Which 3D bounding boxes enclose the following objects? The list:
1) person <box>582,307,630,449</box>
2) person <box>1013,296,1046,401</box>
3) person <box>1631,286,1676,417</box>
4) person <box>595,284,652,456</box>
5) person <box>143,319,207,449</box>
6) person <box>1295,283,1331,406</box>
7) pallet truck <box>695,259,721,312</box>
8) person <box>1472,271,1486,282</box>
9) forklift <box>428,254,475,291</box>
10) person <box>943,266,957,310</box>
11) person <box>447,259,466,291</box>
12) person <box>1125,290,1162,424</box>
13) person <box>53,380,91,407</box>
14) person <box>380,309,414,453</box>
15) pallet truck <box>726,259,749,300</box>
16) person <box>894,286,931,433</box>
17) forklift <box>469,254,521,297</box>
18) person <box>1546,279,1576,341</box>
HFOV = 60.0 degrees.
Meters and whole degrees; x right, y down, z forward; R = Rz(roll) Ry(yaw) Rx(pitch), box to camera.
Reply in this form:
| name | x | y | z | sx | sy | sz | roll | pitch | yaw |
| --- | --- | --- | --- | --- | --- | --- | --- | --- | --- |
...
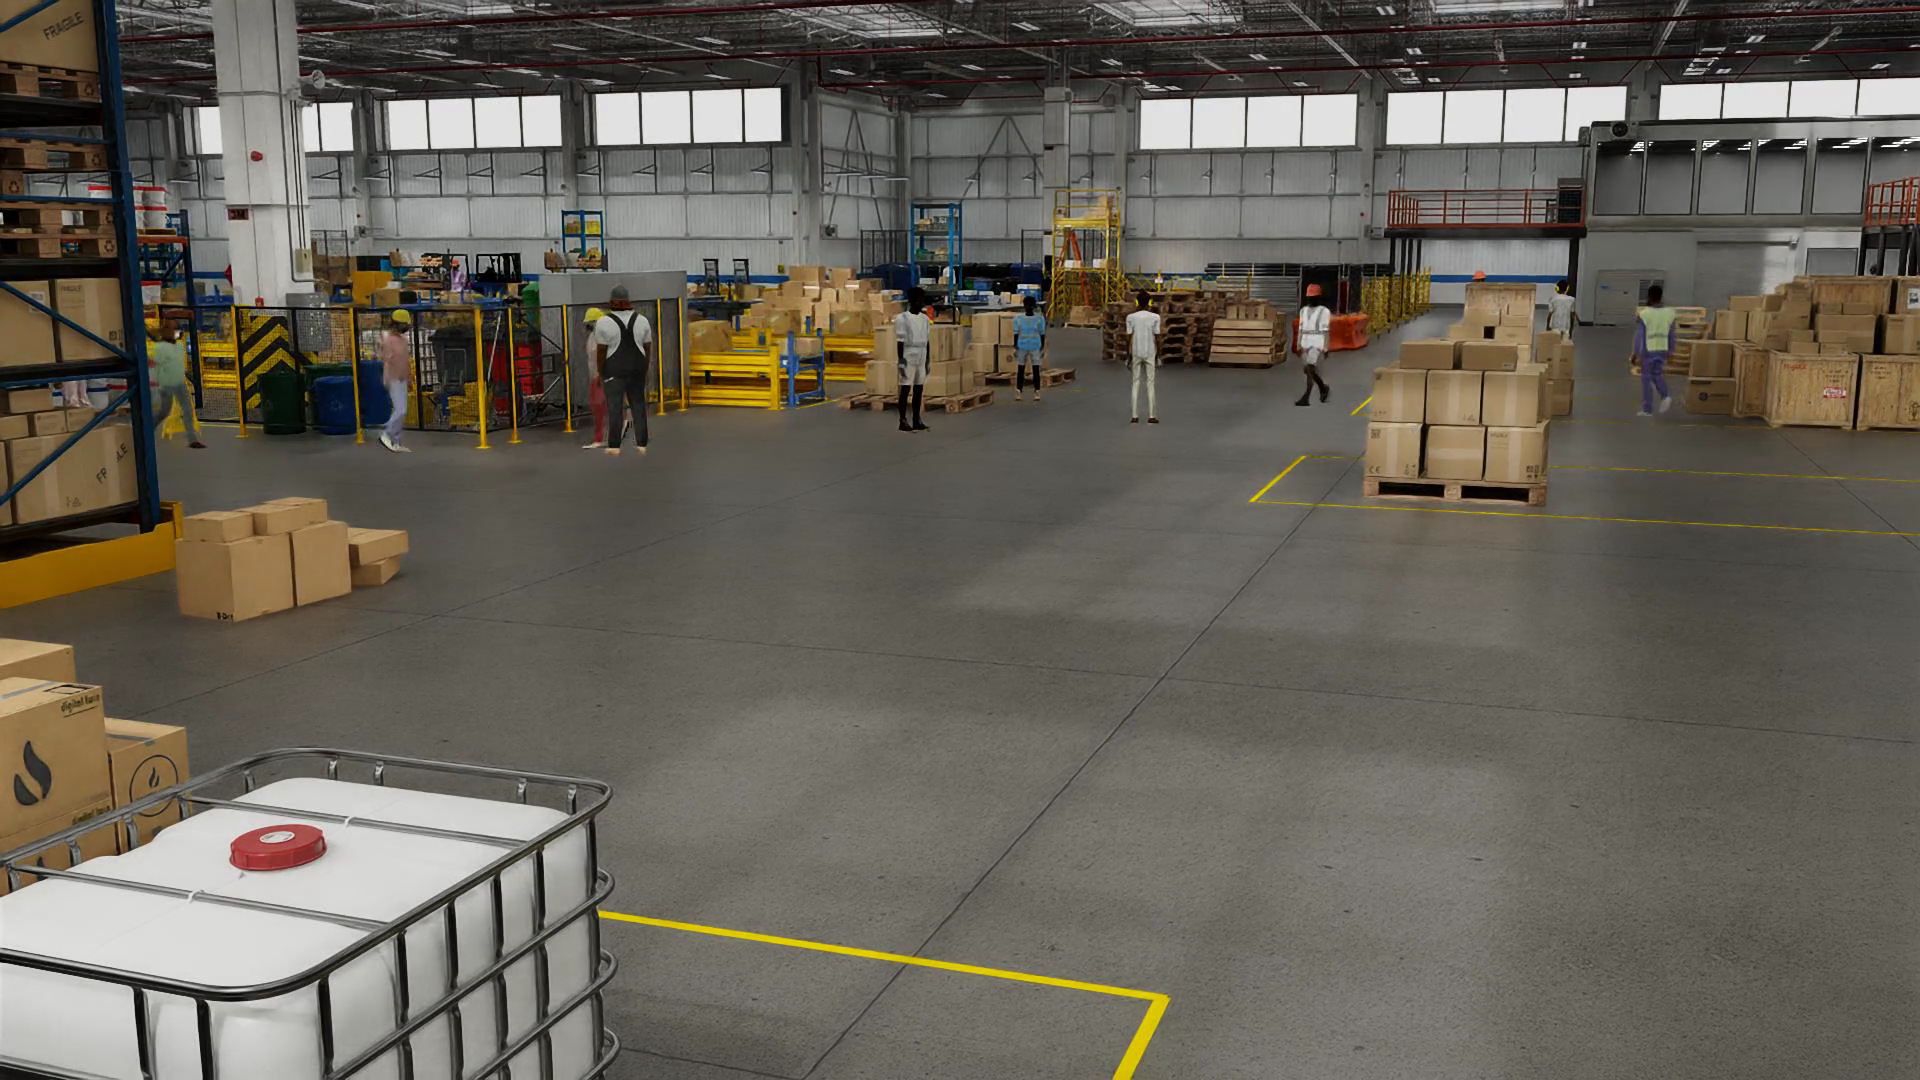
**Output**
| name | x | y | z | sx | sy | sz | roll | pitch | yaw |
| --- | --- | --- | --- | --- | --- | --- | --- | --- | --- |
| person | -4.384 | -2.000 | 20.521 | 0.602 | 1.743 | 0.535 | -7 | 12 | -33 |
| person | 1.112 | -3.072 | 26.731 | 0.536 | 1.691 | 0.320 | 1 | 10 | 6 |
| person | 10.126 | -2.744 | 24.261 | 0.608 | 1.906 | 0.469 | -2 | 10 | -12 |
| person | -4.044 | -2.028 | 19.858 | 0.676 | 2.000 | 0.536 | -6 | 12 | -30 |
| person | -9.703 | -1.905 | 20.397 | 0.765 | 1.607 | 0.510 | 2 | 10 | 13 |
| person | 5.554 | -3.058 | 26.009 | 0.814 | 1.917 | 0.554 | -8 | 13 | -39 |
| pallet truck | -9.165 | -9.627 | 62.776 | 0.823 | 1.965 | 1.885 | 4 | 11 | 23 |
| person | 11.585 | -5.035 | 37.125 | 0.399 | 1.928 | 0.542 | 4 | 11 | 23 |
| forklift | -20.133 | -10.254 | 65.465 | 1.157 | 1.987 | 2.680 | 3 | 11 | 19 |
| person | -0.373 | -9.845 | 64.257 | 0.409 | 1.907 | 0.651 | -9 | 13 | -41 |
| person | -16.590 | -8.224 | 54.790 | 0.602 | 2.035 | 0.406 | 1 | 10 | 4 |
| person | 2.564 | -2.548 | 23.269 | 0.520 | 1.872 | 0.328 | 3 | 10 | 15 |
| person | -10.696 | -2.026 | 19.973 | 0.379 | 1.996 | 0.609 | 0 | 10 | -2 |
| person | -6.736 | -1.894 | 19.942 | 0.405 | 1.732 | 0.576 | 2 | 10 | 11 |
| pallet truck | -7.986 | -9.493 | 62.019 | 0.823 | 1.965 | 1.885 | 3 | 11 | 17 |
| person | -0.618 | -2.401 | 22.211 | 0.373 | 1.958 | 0.599 | 10 | 14 | 44 |
| forklift | -17.990 | -10.121 | 64.684 | 1.157 | 1.987 | 2.680 | 3 | 11 | 17 |
| person | 11.202 | -3.925 | 31.056 | 0.506 | 1.861 | 0.320 | 1 | 10 | 7 |
